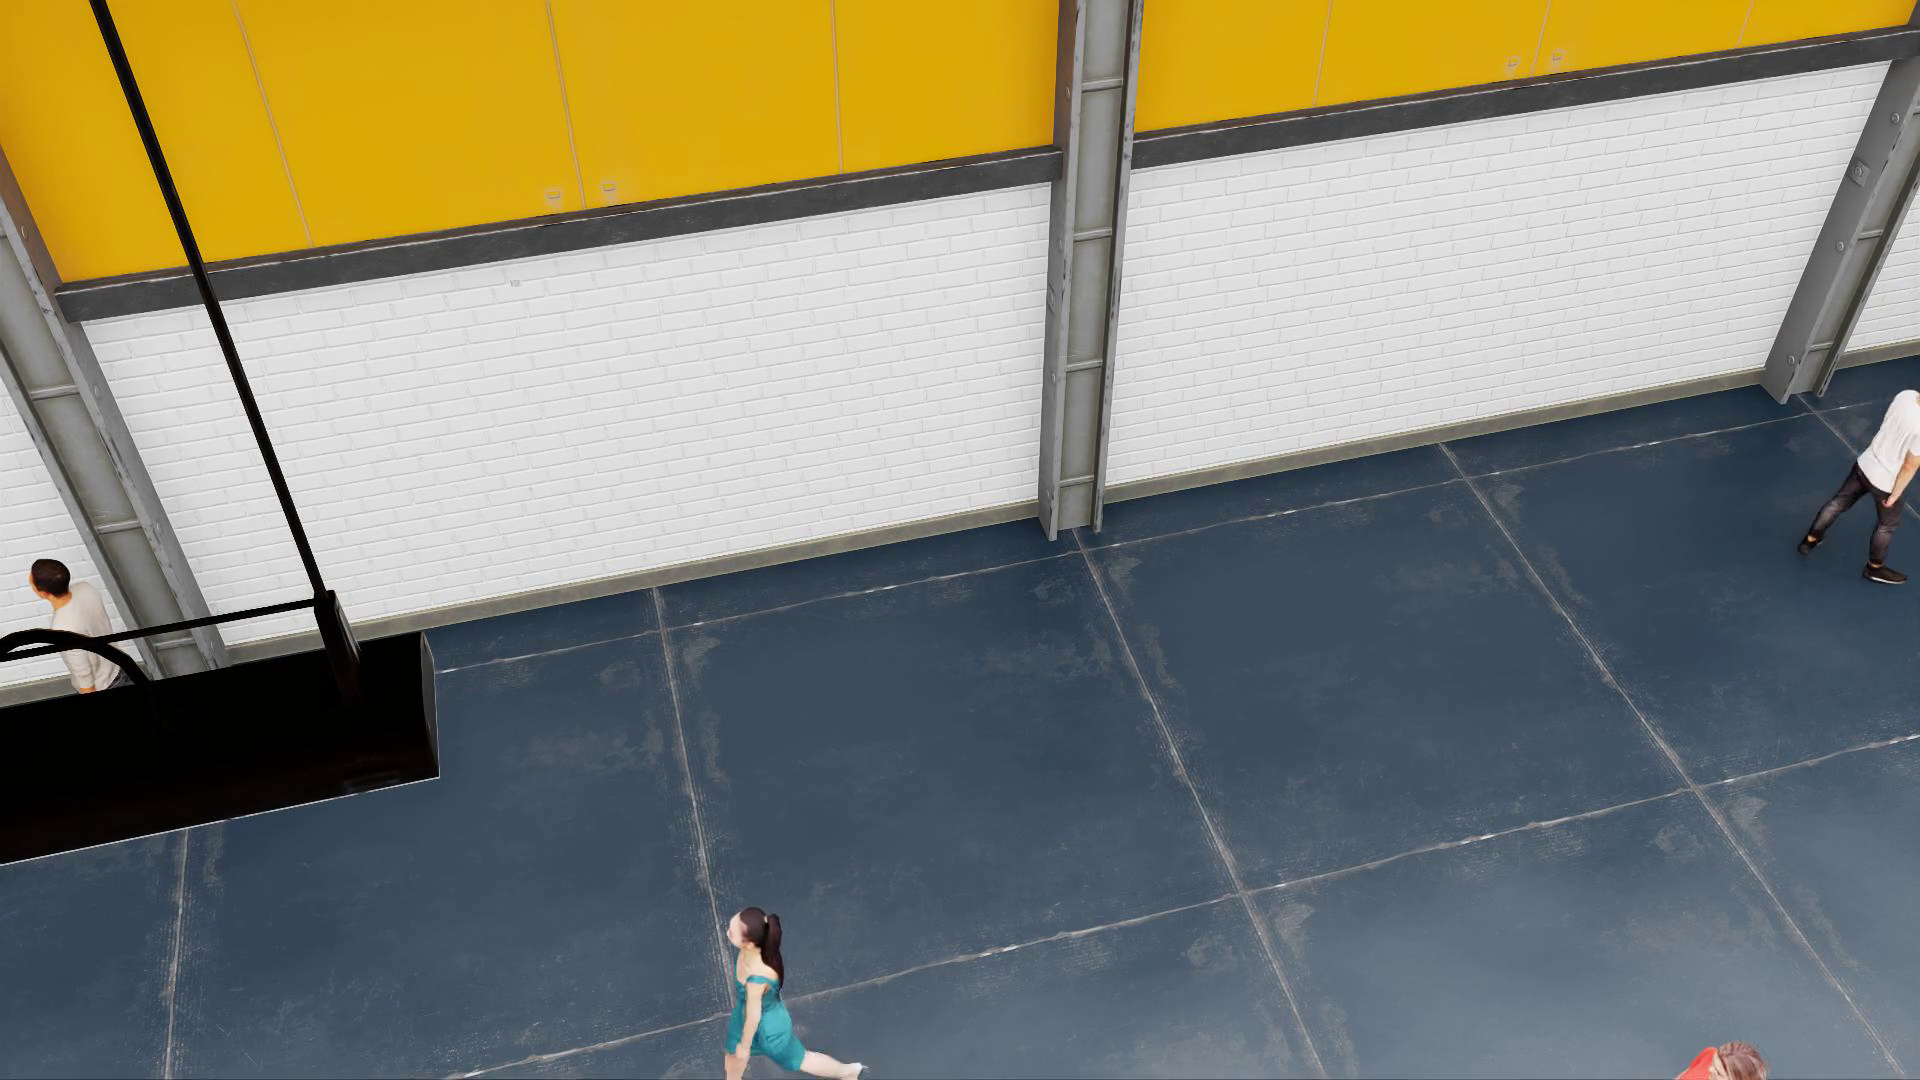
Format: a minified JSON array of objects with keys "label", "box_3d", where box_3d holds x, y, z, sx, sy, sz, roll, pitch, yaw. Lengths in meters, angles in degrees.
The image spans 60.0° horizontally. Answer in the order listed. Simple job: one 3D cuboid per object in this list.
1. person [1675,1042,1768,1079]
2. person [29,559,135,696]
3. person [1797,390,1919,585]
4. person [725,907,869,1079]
[{"label":"person","box_3d":[3.411,2.812,7.740,0.551,1.693,0.608,-7,44,-7]},{"label":"person","box_3d":[-5.030,0.781,9.786,0.592,1.811,0.694,-4,44,-4]},{"label":"person","box_3d":[6.162,-0.469,11.194,0.870,1.679,0.811,-11,45,-11]},{"label":"person","box_3d":[-0.875,2.373,8.239,1.059,1.640,0.555,-9,44,-10]}]
